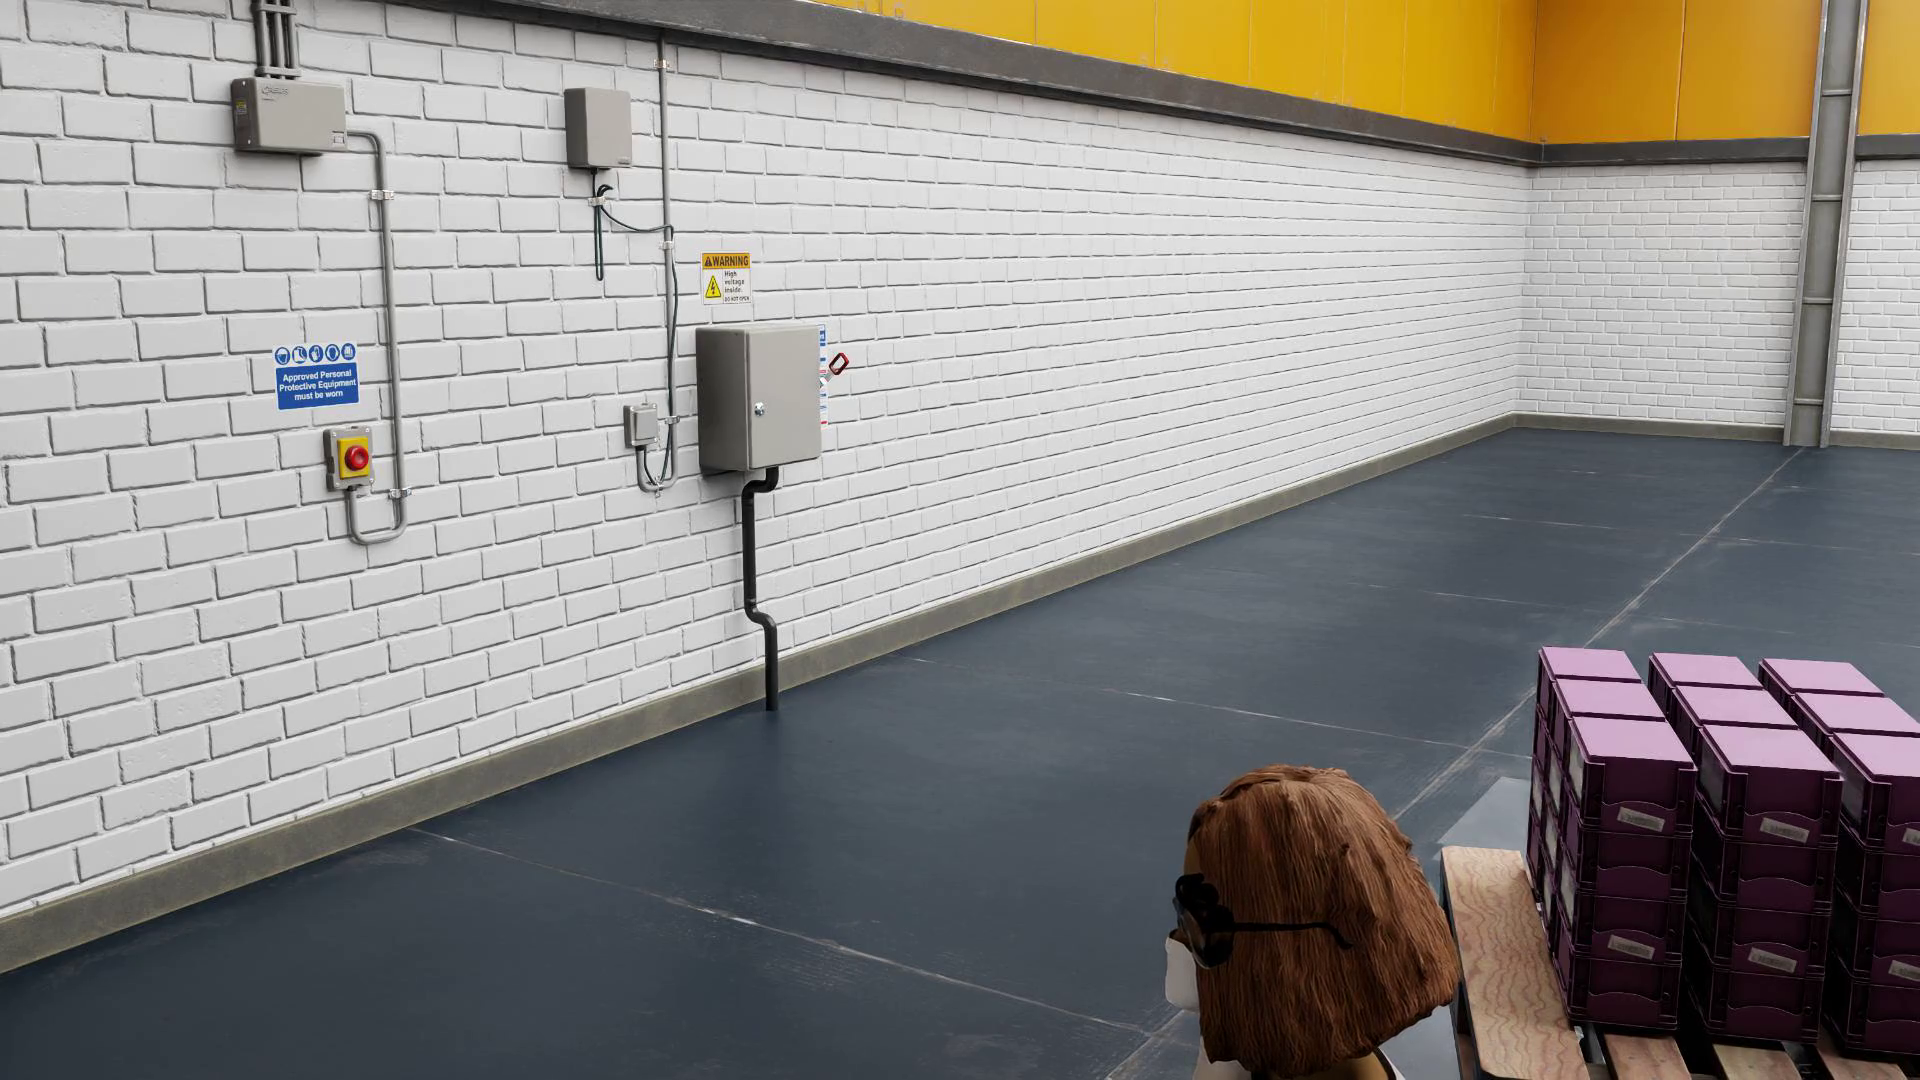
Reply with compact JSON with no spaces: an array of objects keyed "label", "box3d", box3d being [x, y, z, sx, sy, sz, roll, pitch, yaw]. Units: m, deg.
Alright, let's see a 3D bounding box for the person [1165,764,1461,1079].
[{"label":"person","box3d":[0.306,1.007,1.613,0.274,1.632,0.507,-2,10,-11]}]
